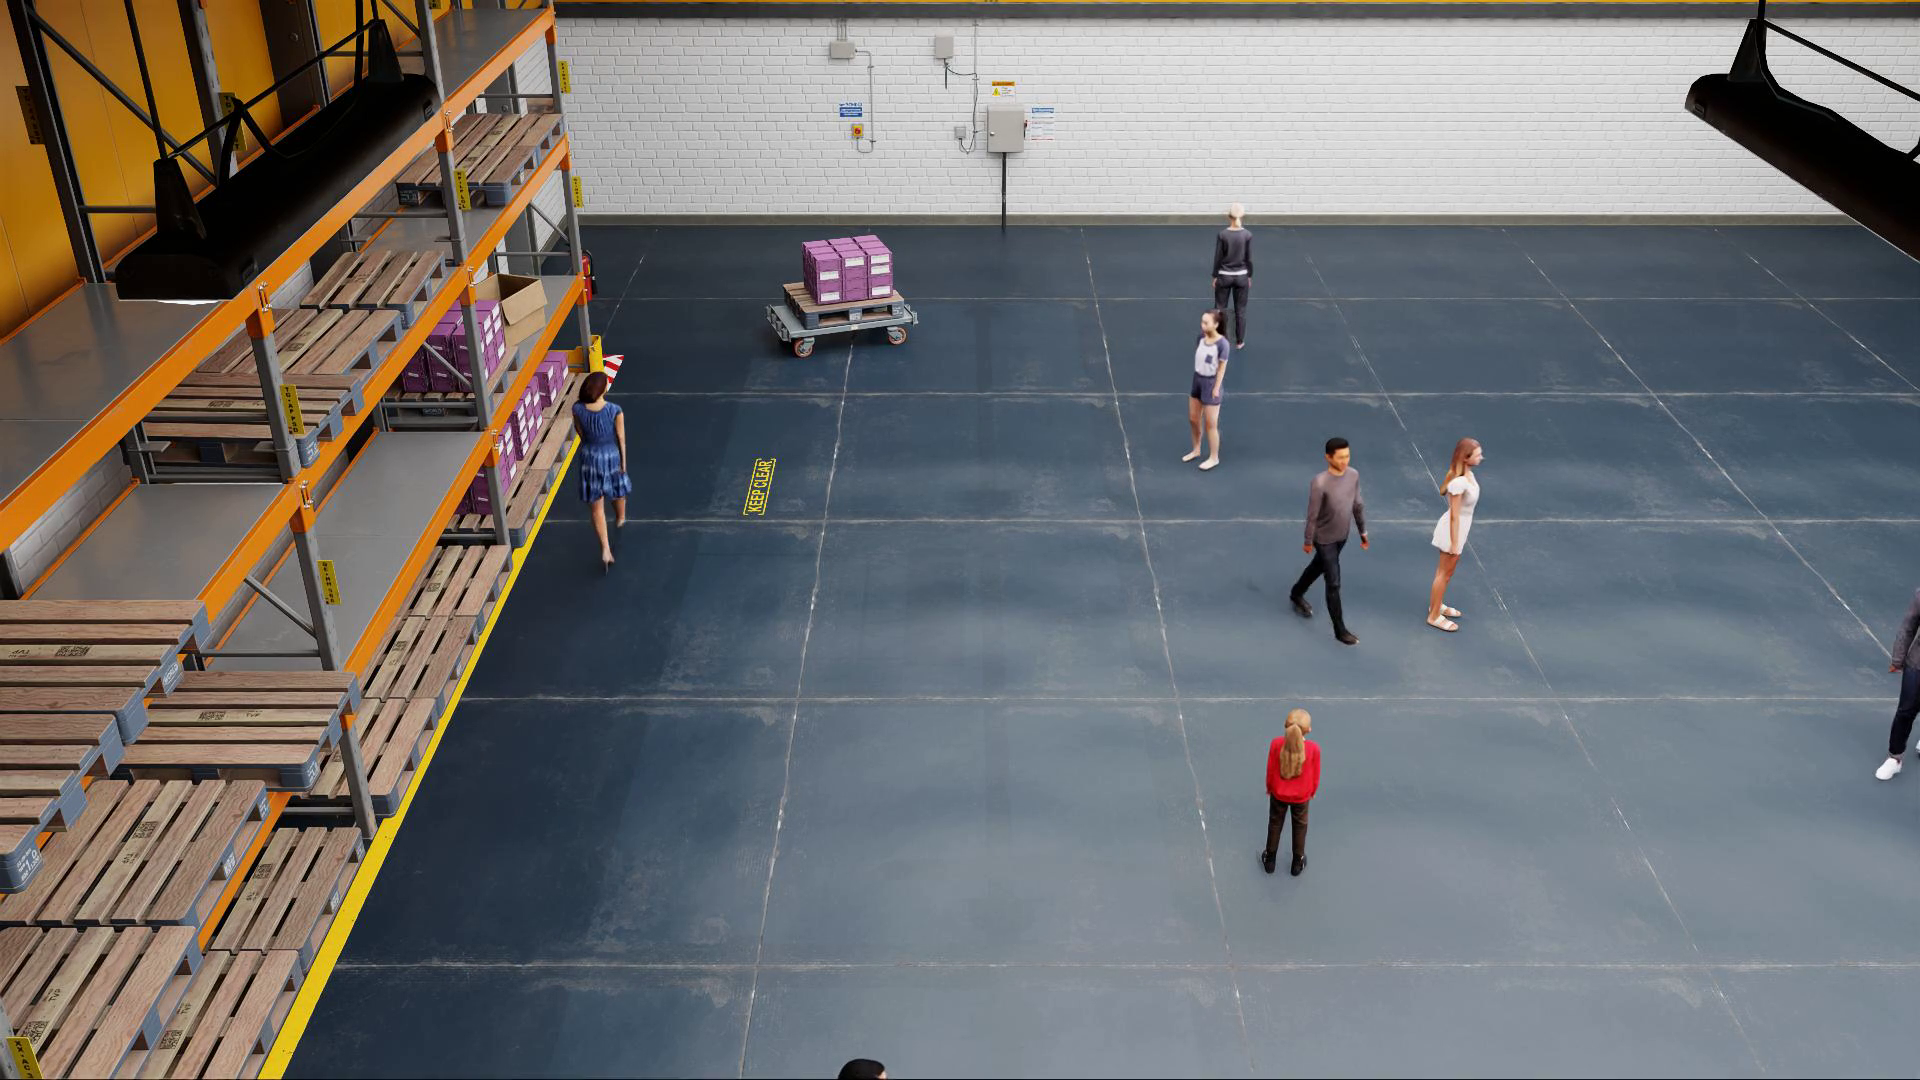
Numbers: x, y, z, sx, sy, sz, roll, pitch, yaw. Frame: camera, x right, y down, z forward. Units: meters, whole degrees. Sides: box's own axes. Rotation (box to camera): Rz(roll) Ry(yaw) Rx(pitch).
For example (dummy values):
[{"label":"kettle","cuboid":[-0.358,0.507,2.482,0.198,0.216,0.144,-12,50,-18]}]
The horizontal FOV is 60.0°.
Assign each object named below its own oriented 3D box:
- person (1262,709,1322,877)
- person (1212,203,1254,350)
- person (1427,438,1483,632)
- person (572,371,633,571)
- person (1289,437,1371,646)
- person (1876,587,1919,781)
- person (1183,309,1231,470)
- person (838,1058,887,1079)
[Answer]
[{"label":"person","cuboid":[2.197,1.666,11.046,0.537,1.281,0.549,6,29,11]},{"label":"person","cuboid":[3.151,-3.059,19.242,0.627,1.726,0.532,2,29,4]},{"label":"person","cuboid":[4.093,-0.076,13.804,0.709,1.697,0.610,12,31,20]},{"label":"person","cuboid":[-3.165,-0.569,14.654,0.634,1.749,1.131,-1,29,-2]},{"label":"person","cuboid":[3.012,-0.060,13.751,1.214,1.720,1.052,-2,29,-4]},{"label":"person","cuboid":[7.015,0.907,11.908,0.986,1.787,1.057,18,34,30]},{"label":"person","cuboid":[2.494,-1.508,16.484,0.746,1.646,0.636,-16,32,-26]},{"label":"person","cuboid":[-0.440,3.126,7.888,0.731,1.743,0.524,-4,29,-7]}]
